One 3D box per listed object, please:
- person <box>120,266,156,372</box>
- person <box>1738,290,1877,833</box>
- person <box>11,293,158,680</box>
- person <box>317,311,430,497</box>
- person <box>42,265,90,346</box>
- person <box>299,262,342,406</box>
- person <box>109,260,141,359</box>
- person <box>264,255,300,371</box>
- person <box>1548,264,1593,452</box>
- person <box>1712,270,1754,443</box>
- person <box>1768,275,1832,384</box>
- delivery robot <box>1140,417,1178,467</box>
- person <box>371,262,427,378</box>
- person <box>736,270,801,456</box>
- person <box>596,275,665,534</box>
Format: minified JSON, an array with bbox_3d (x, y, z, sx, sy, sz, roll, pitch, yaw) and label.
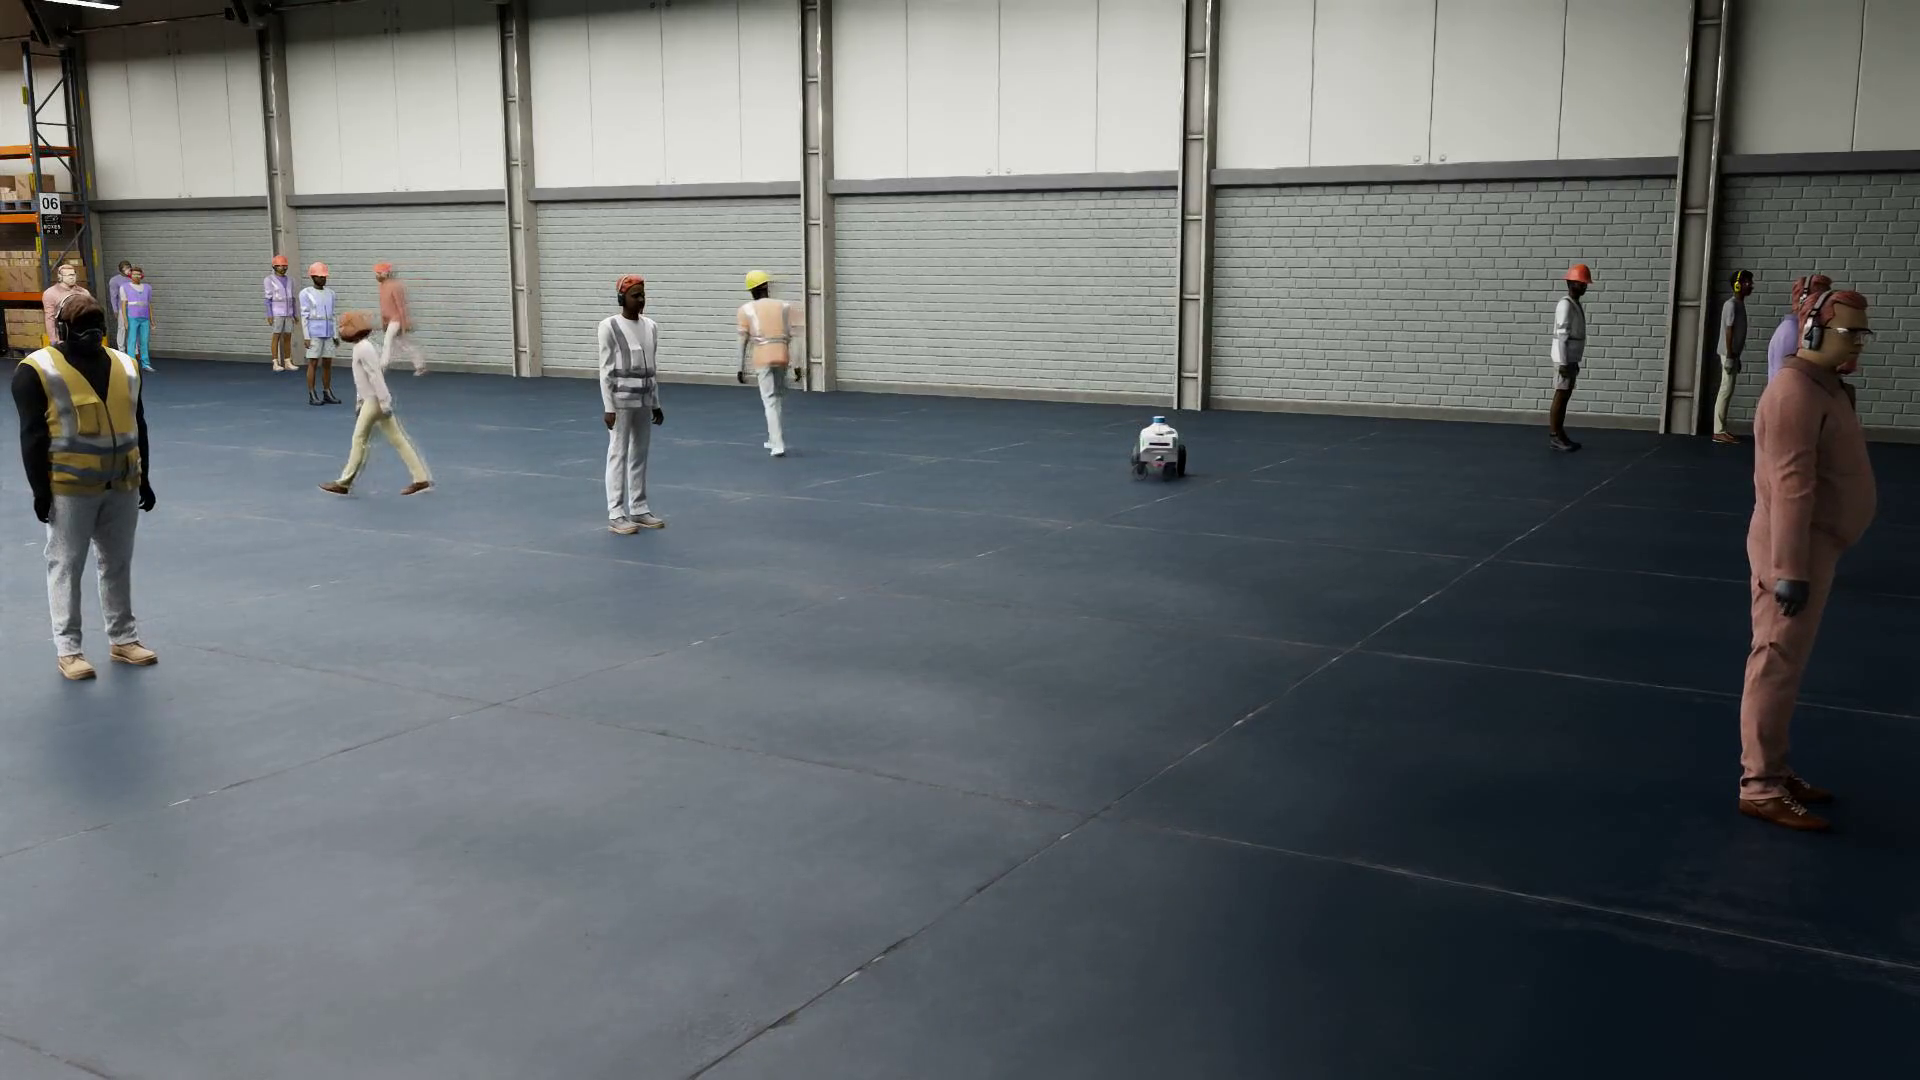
[{"bbox_3d":[-14.296,-3.827,28.927,0.395,1.841,0.564,6,11,32],"label":"person"},{"bbox_3d":[3.045,0.063,5.973,0.399,1.905,0.643,6,11,32],"label":"person"},{"bbox_3d":[-4.209,-0.266,8.082,0.430,1.845,0.624,6,11,32],"label":"person"},{"bbox_3d":[-4.945,-1.137,13.993,0.928,1.556,0.506,-2,10,-13],"label":"person"},{"bbox_3d":[-11.817,-2.702,22.151,0.399,1.910,0.643,6,11,32],"label":"person"},{"bbox_3d":[-8.694,-2.804,22.657,0.377,1.938,0.547,6,11,32],"label":"person"},{"bbox_3d":[-16.231,-4.477,32.448,0.377,1.940,0.629,6,11,32],"label":"person"},{"bbox_3d":[-11.925,-3.993,29.307,0.394,2.044,0.609,6,11,32],"label":"person"},{"bbox_3d":[6.366,-1.893,17.335,0.375,1.934,0.547,6,11,32],"label":"person"},{"bbox_3d":[8.444,-1.999,18.142,0.334,1.873,0.517,6,11,32],"label":"person"},{"bbox_3d":[5.192,-0.676,10.289,0.399,1.910,0.643,6,11,32],"label":"person"},{"bbox_3d":[1.817,-0.884,15.188,0.477,0.478,0.707,1,10,6],"label":"delivery robot"},{"bbox_3d":[-9.407,-3.660,27.729,1.089,1.933,0.627,-8,13,-41],"label":"person"},{"bbox_3d":[-1.960,-1.797,16.938,0.603,1.876,0.831,-5,11,-29],"label":"person"},{"bbox_3d":[-2.412,-0.997,12.242,0.360,1.882,0.575,6,11,32],"label":"person"}]
